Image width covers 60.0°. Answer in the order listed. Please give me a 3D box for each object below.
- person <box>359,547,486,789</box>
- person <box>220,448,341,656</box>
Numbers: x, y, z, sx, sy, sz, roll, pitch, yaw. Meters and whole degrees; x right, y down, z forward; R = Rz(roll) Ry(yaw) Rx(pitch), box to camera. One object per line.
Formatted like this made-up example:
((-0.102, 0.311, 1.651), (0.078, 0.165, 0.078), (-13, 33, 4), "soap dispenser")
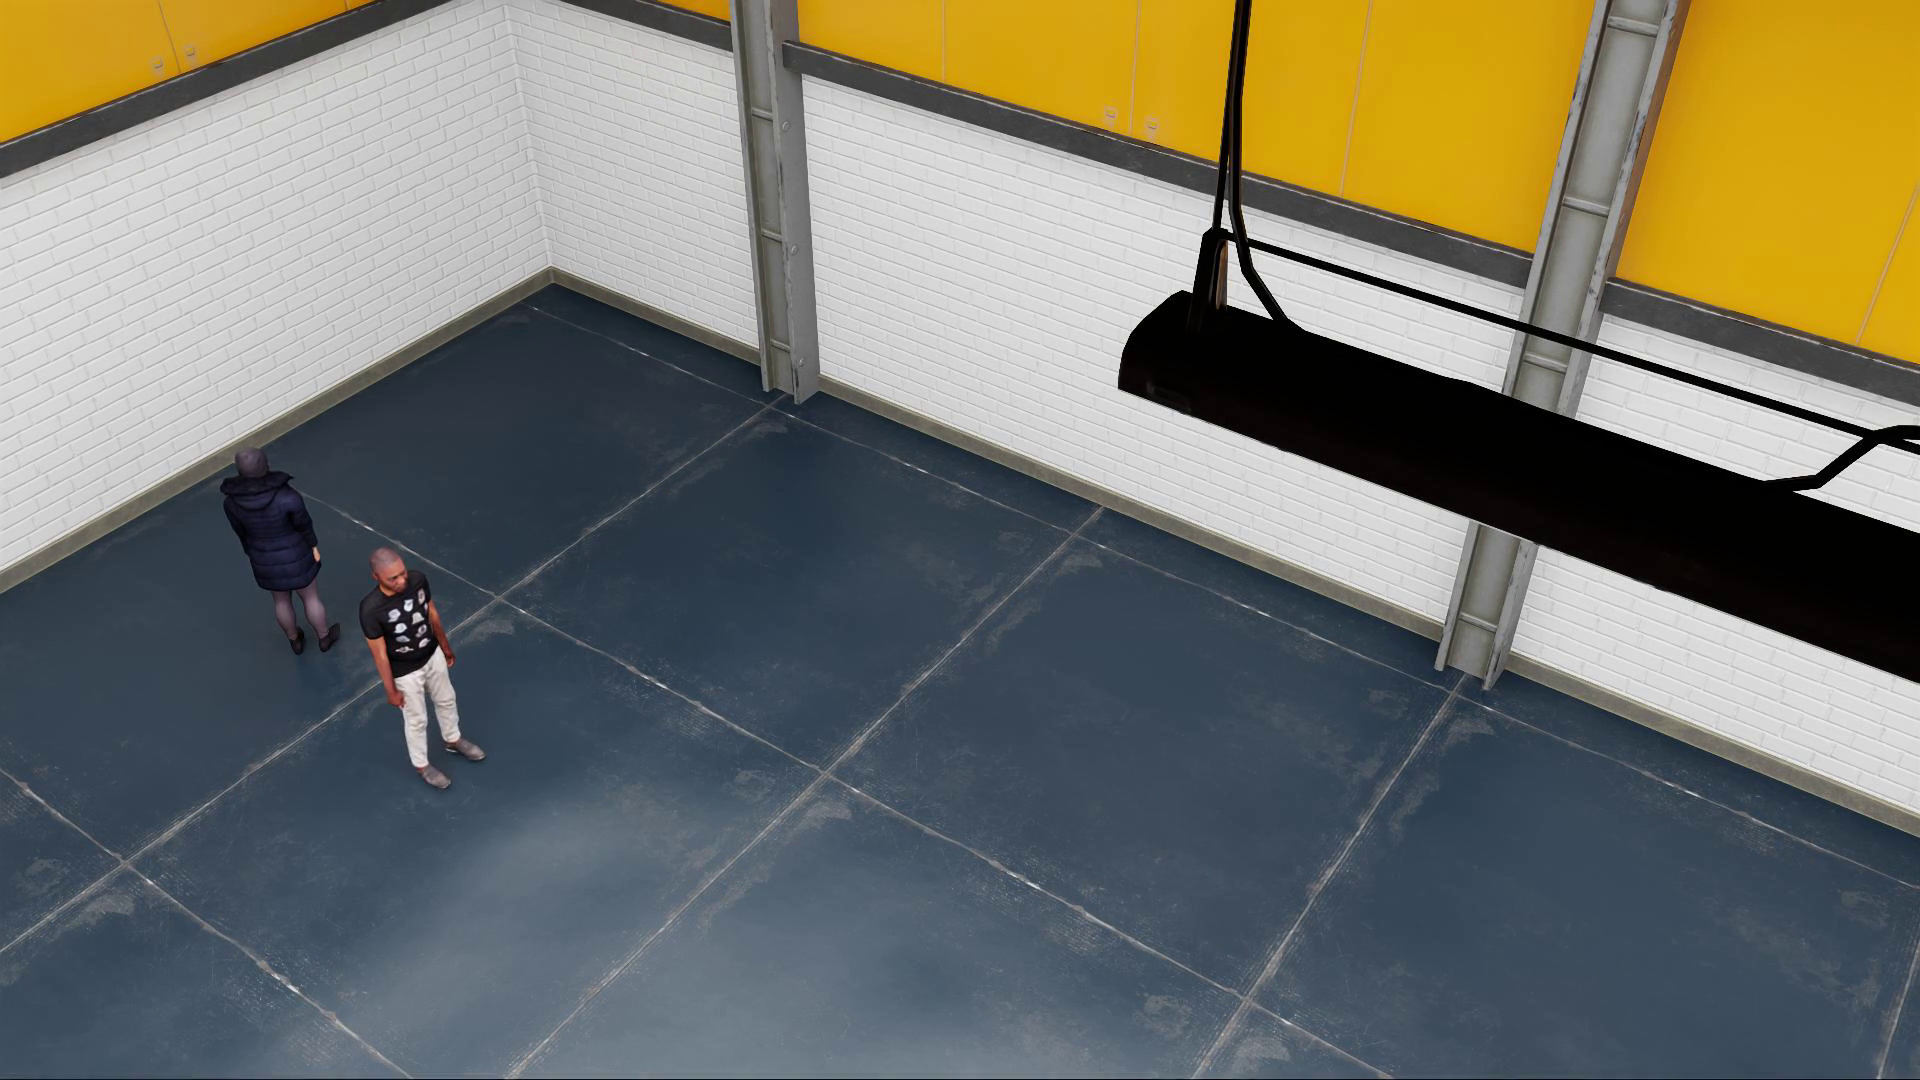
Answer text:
((-3.329, 0.742, 10.103), (0.601, 1.799, 0.663), (22, 43, 25), "person")
((-4.504, 0.082, 11.030), (0.788, 1.674, 0.858), (-3, 39, -4), "person")
